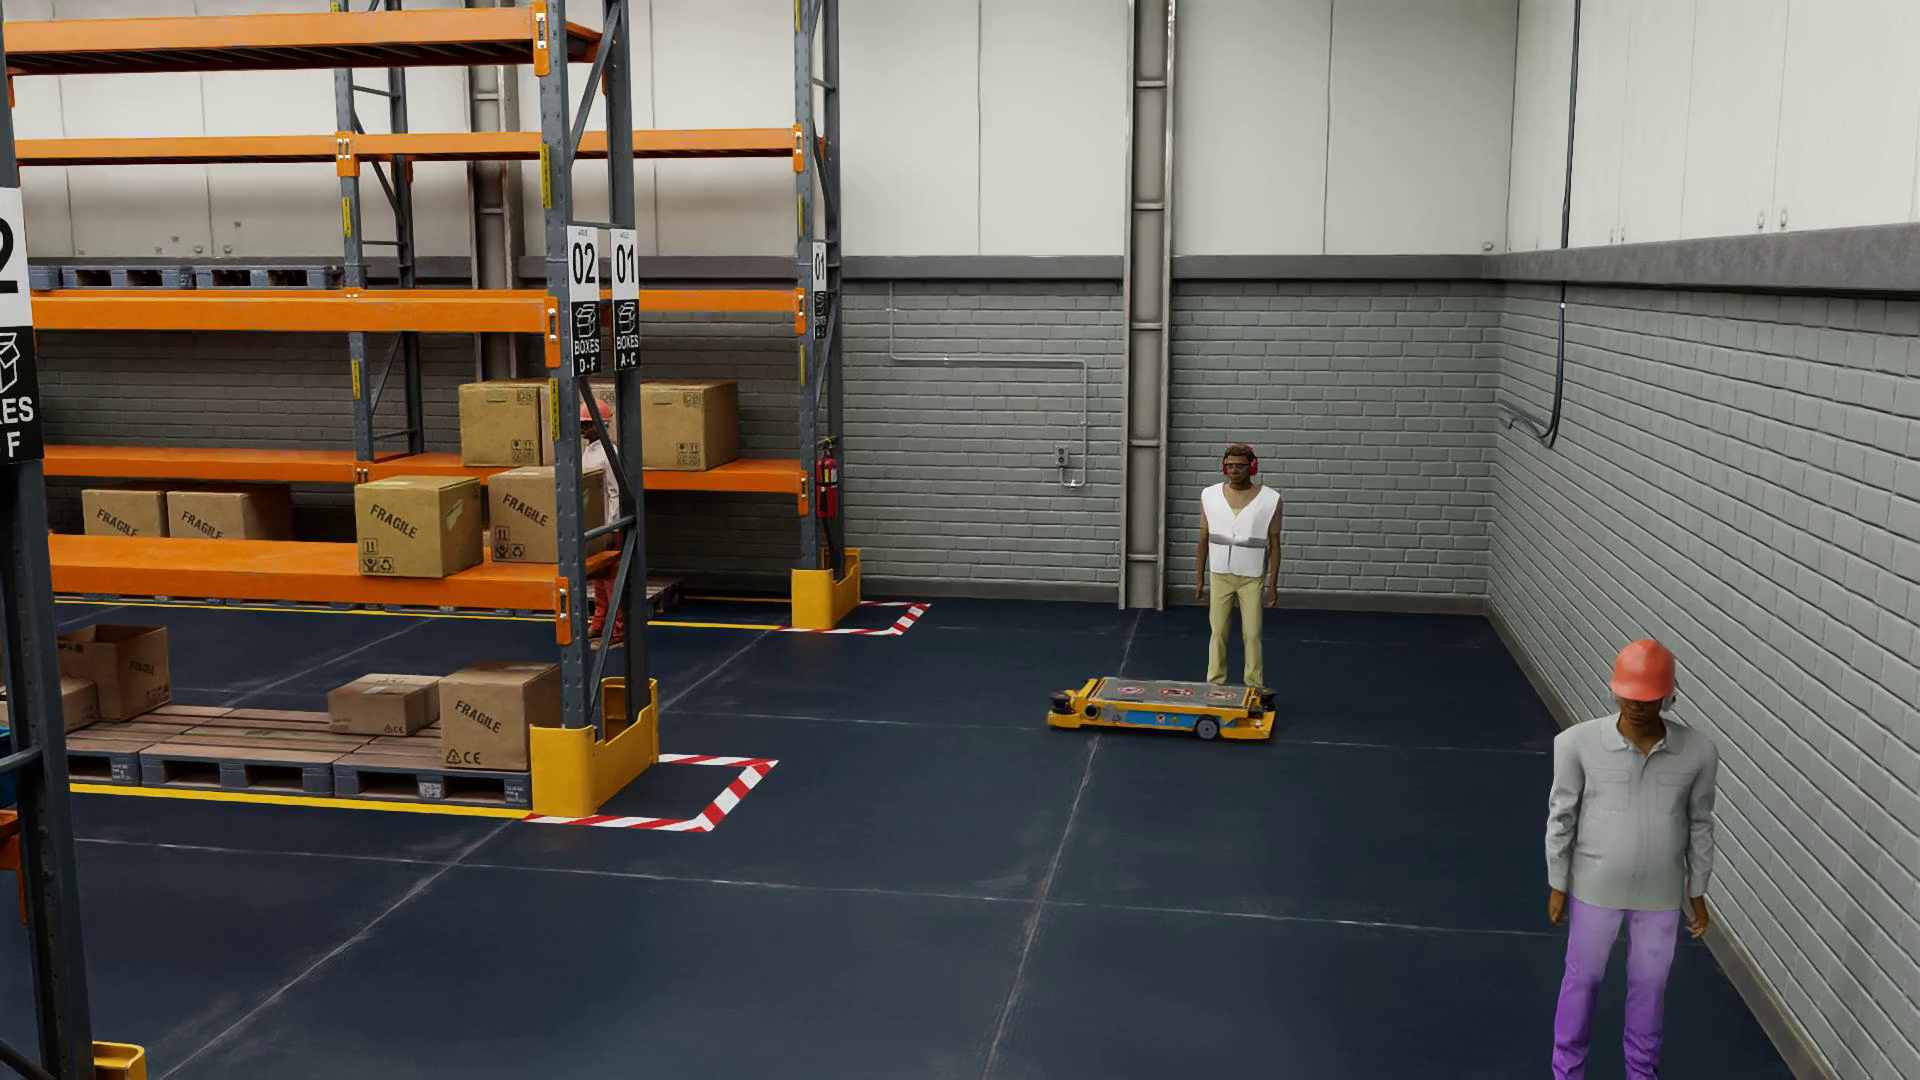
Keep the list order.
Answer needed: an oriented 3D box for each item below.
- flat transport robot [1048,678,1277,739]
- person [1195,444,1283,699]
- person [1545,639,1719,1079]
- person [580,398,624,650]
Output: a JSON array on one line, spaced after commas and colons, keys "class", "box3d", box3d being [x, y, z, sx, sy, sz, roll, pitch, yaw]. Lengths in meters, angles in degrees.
[{"class": "flat transport robot", "box3d": [1.344, 1.094, 10.970, 1.431, 0.197, 0.652, 2, 9, 14]}, {"class": "person", "box3d": [1.883, 0.260, 11.269, 0.570, 1.844, 0.379, 3, 10, 21]}, {"class": "person", "box3d": [2.326, 1.194, 5.774, 0.566, 1.748, 0.338, 1, 9, 8]}, {"class": "person", "box3d": [-2.864, -0.128, 13.216, 0.379, 1.996, 0.611, -6, 11, -33]}]
